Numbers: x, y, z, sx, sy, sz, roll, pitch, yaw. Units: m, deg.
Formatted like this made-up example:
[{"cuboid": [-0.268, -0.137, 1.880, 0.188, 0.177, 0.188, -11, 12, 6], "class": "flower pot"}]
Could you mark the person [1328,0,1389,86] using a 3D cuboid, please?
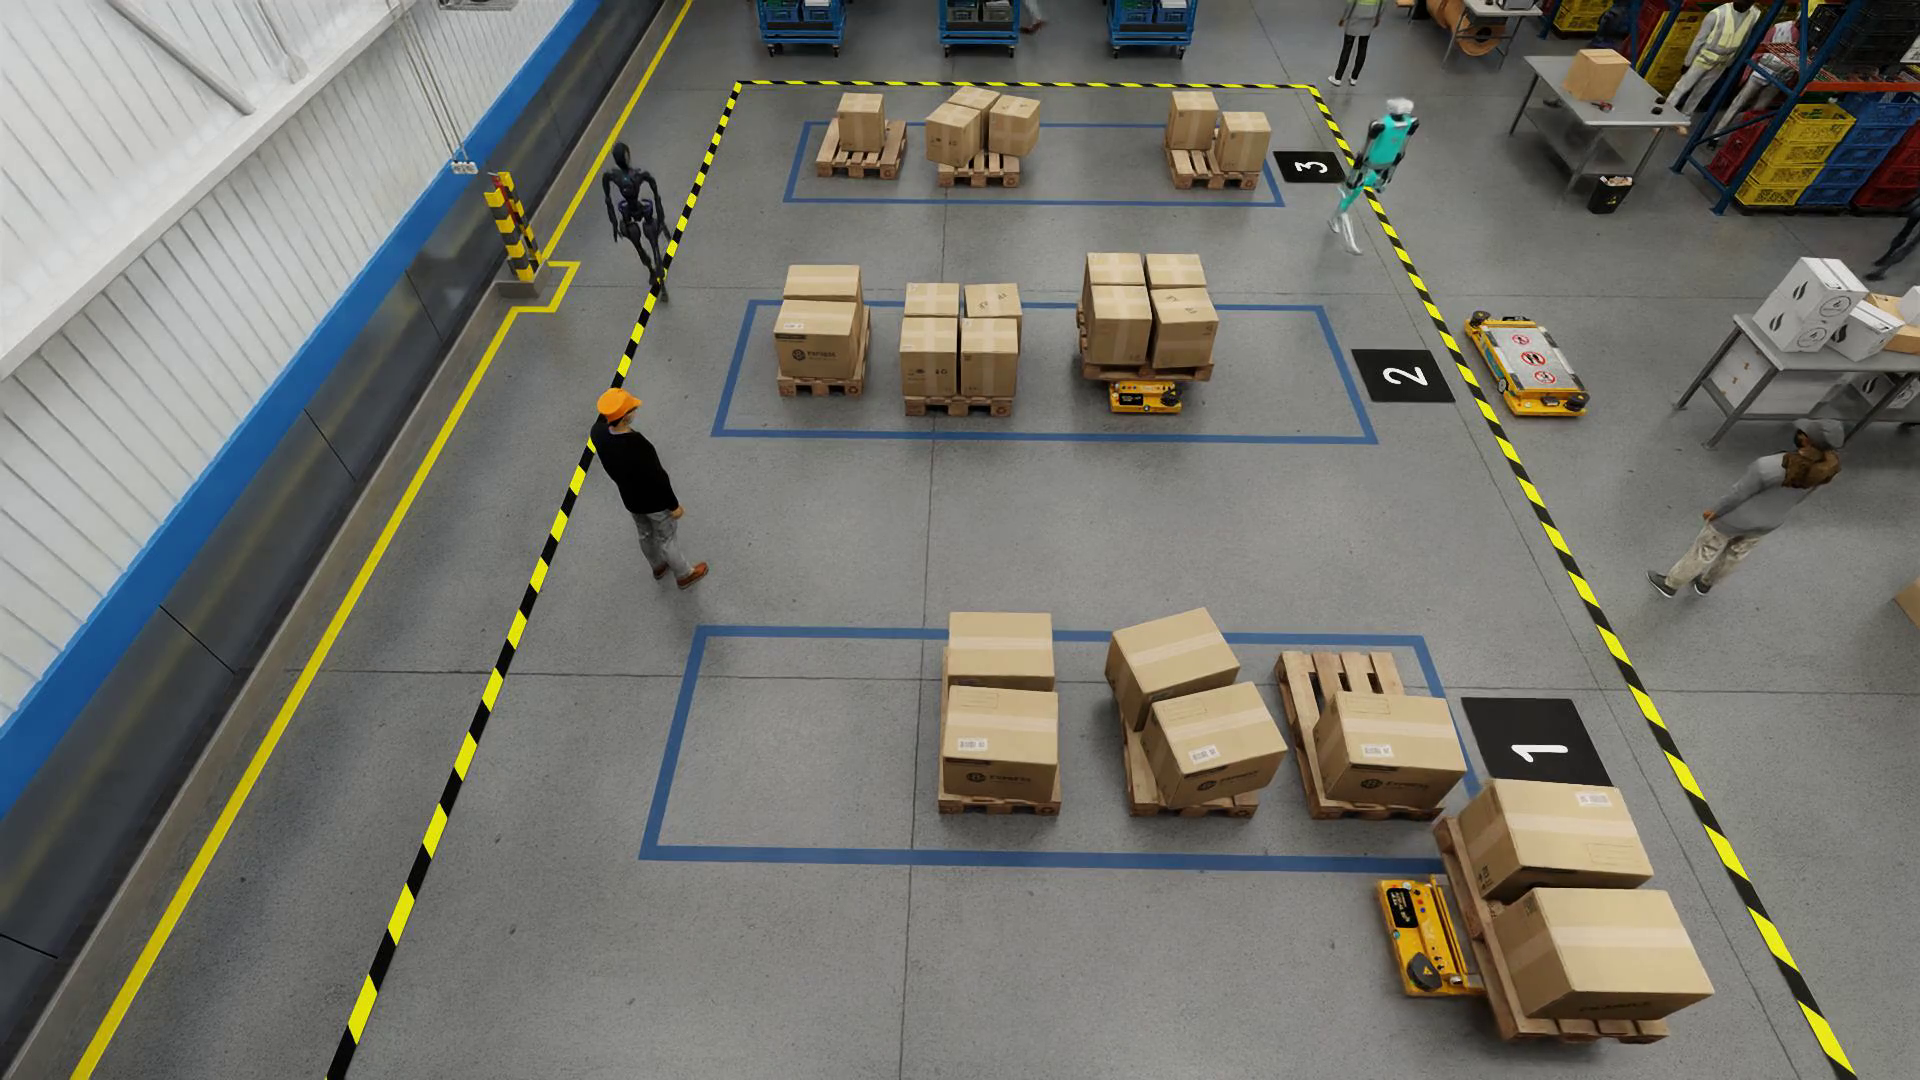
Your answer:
[{"cuboid": [5.643, -7.371, 12.870, 0.587, 1.847, 0.396, 0, 49, 0], "class": "person"}]

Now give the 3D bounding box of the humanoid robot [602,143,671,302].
[{"cuboid": [-3.321, -3.250, 9.435, 0.587, 1.625, 0.758, -7, 49, -6], "class": "humanoid robot"}]

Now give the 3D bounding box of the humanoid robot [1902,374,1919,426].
[{"cuboid": [8.758, -1.738, 8.126, 0.611, 1.634, 0.659, -10, 50, -9], "class": "humanoid robot"}]

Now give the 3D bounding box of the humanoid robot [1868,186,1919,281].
[{"cuboid": [10.359, -3.533, 9.672, 0.627, 1.634, 0.602, -17, 51, -14], "class": "humanoid robot"}]

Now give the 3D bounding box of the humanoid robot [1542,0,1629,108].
[{"cuboid": [8.505, -6.478, 12.254, 0.601, 1.642, 0.816, -29, 55, -23], "class": "humanoid robot"}]

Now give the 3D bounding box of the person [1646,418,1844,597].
[{"cuboid": [5.780, -0.188, 6.703, 0.564, 1.769, 0.395, -1, 49, -1], "class": "person"}]

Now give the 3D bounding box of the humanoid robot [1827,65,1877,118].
[{"cuboid": [11.152, -5.439, 11.265, 0.586, 1.768, 0.889, -16, 51, -13], "class": "humanoid robot"}]

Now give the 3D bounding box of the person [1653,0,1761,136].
[{"cuboid": [9.687, -6.179, 11.850, 0.617, 1.836, 0.431, 2, 49, 2], "class": "person"}]

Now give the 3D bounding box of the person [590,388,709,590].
[{"cuboid": [-2.306, -0.343, 6.766, 0.585, 1.879, 0.381, 23, 53, 19], "class": "person"}]

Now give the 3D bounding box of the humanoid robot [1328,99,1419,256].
[{"cuboid": [4.419, -4.035, 10.065, 0.532, 1.740, 1.031, -10, 50, -8], "class": "humanoid robot"}]

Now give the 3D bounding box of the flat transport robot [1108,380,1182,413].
[{"cuboid": [1.773, -1.807, 9.079, 0.652, 0.197, 1.431, 1, 49, 1], "class": "flat transport robot"}]

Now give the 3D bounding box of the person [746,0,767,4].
[{"cuboid": [-3.447, -9.867, 14.961, 0.595, 1.958, 0.368, 6, 49, 5], "class": "person"}]

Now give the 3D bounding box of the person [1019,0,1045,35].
[{"cuboid": [1.108, -8.744, 14.007, 0.487, 1.922, 0.640, 29, 55, 23], "class": "person"}]

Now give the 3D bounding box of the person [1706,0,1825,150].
[{"cuboid": [10.184, -5.820, 11.536, 0.590, 1.832, 0.404, 16, 51, 13], "class": "person"}]

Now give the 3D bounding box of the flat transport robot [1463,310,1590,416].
[{"cuboid": [5.573, -1.757, 9.054, 0.659, 0.231, 1.431, 1, 49, 1], "class": "flat transport robot"}]

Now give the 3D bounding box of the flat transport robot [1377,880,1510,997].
[{"cuboid": [3.324, 2.359, 5.473, 1.431, 0.197, 0.652, 1, 49, 1], "class": "flat transport robot"}]
